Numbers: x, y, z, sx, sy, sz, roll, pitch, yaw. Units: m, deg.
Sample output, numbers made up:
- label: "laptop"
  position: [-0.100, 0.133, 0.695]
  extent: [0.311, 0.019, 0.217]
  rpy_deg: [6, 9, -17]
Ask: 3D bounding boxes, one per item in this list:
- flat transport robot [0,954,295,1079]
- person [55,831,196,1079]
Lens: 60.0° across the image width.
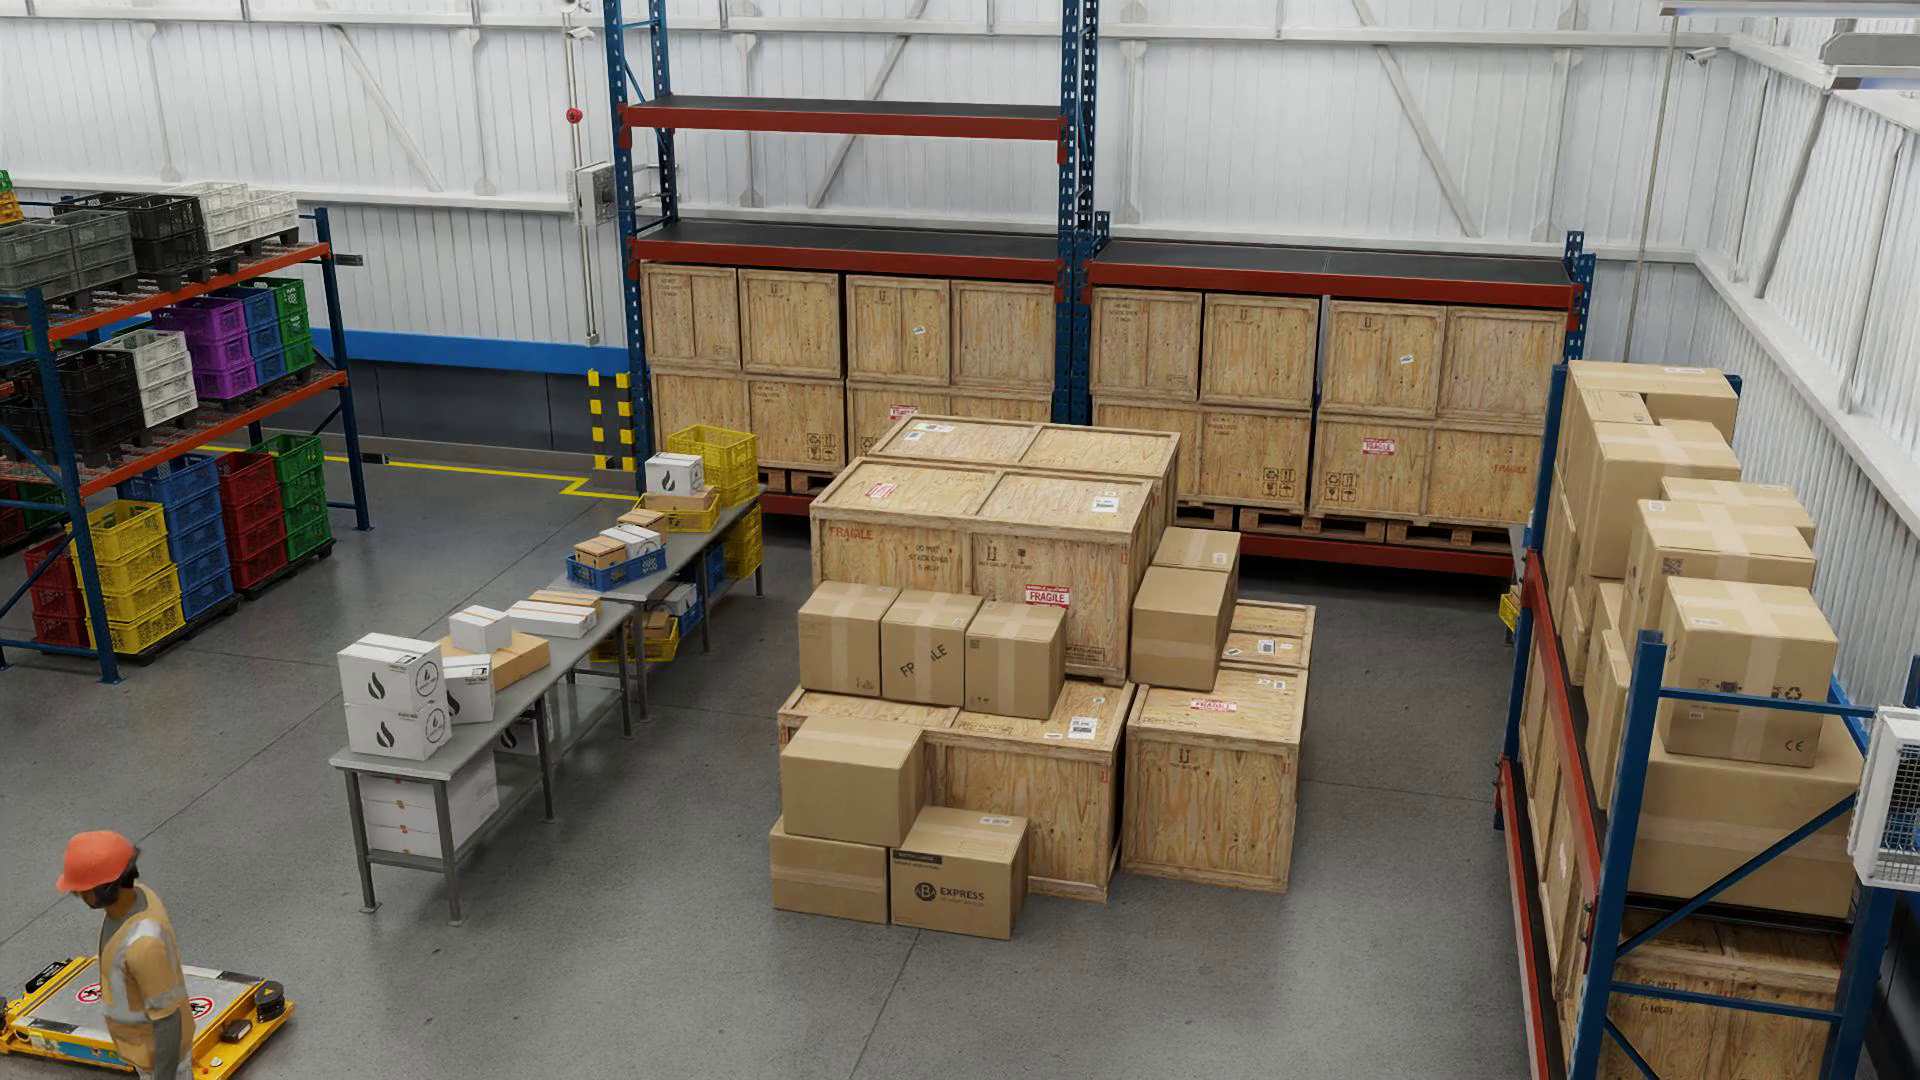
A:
- label: "flat transport robot"
  position: [-4.270, 2.464, 8.601]
  extent: [1.431, 0.231, 0.659]
  rpy_deg: [5, 22, 13]
- label: "person"
  position: [-3.442, 2.121, 7.025]
  extent: [0.395, 2.033, 0.611]
  rpy_deg: [-13, 25, -31]
